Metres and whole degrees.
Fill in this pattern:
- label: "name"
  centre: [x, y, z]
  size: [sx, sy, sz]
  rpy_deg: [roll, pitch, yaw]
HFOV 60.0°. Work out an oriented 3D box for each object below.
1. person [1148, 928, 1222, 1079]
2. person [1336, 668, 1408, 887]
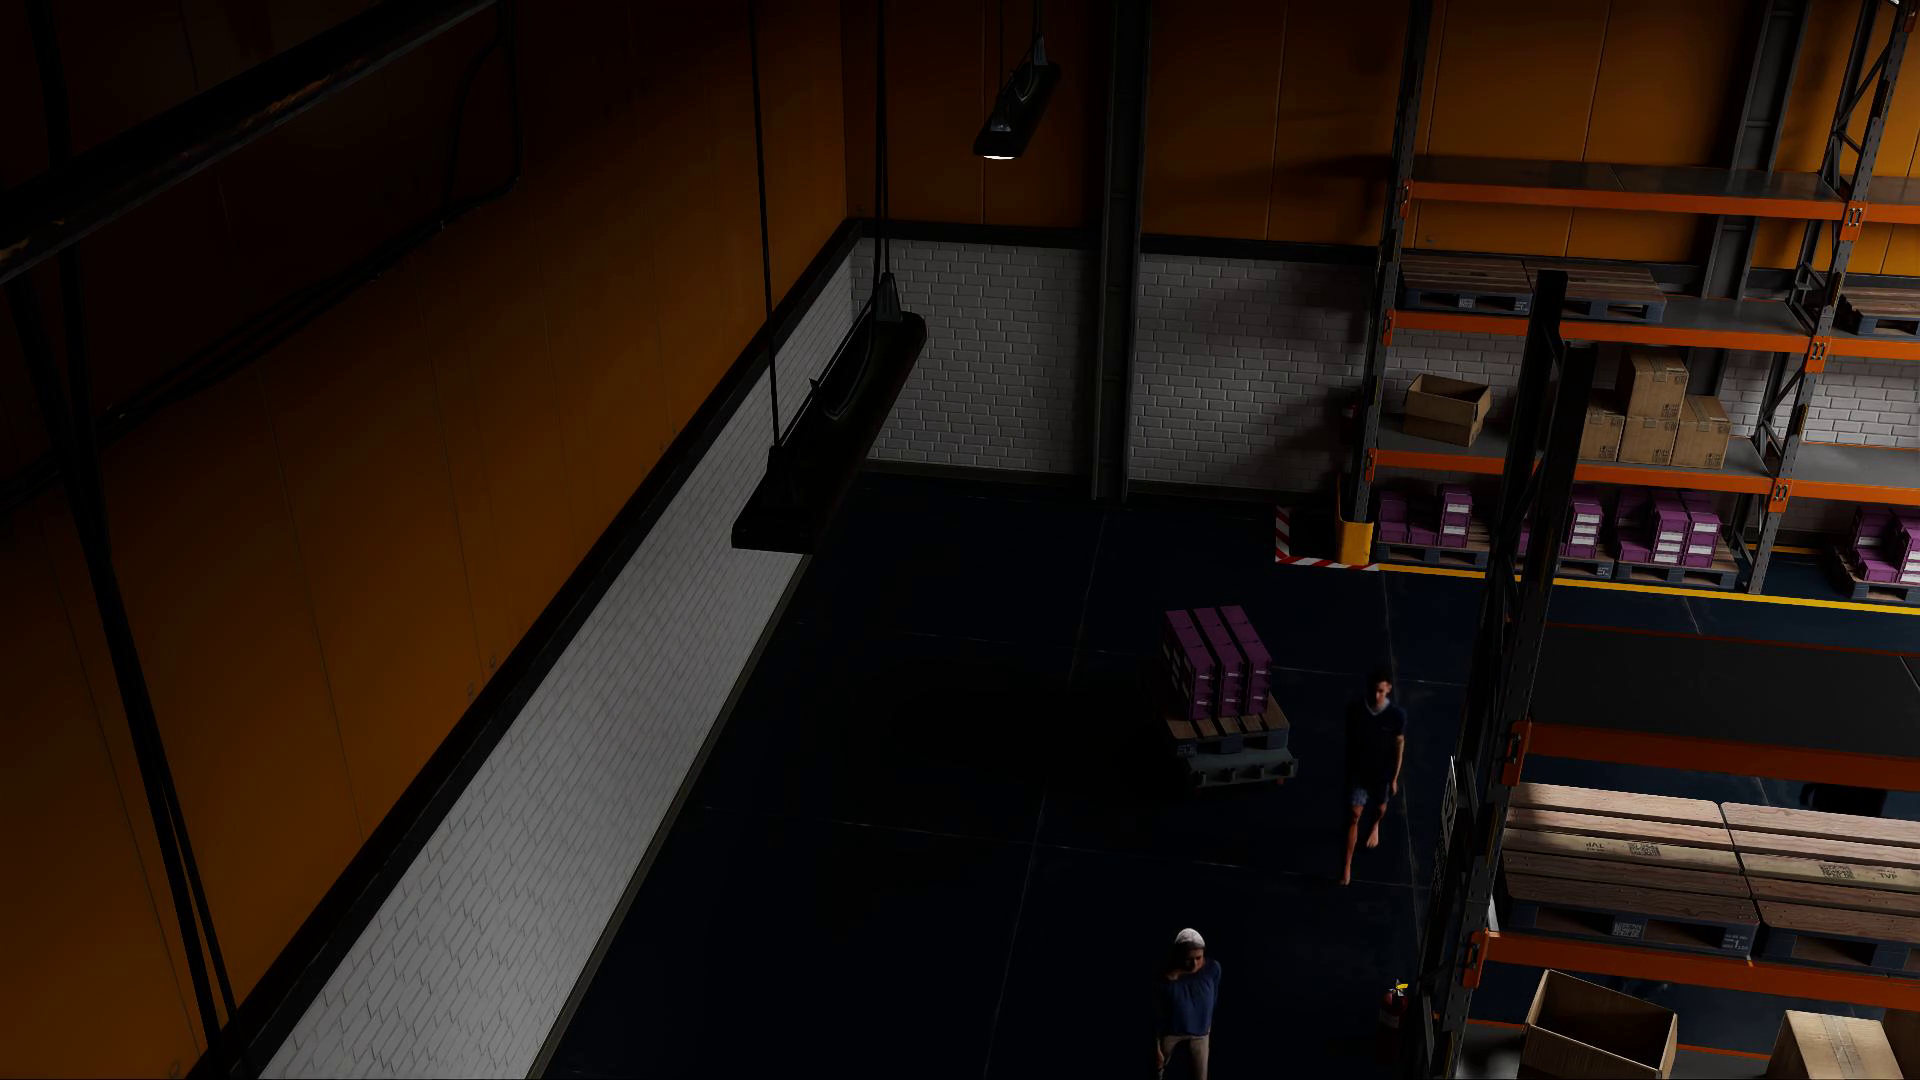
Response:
- label: "person"
  centre: [1.372, 3.090, 10.617]
  size: [1.124, 1.652, 0.981]
  rpy_deg: [-7, 29, -12]
- label: "person"
  centre: [3.227, 1.740, 12.940]
  size: [1.162, 1.798, 0.855]
  rpy_deg: [11, 30, 19]
